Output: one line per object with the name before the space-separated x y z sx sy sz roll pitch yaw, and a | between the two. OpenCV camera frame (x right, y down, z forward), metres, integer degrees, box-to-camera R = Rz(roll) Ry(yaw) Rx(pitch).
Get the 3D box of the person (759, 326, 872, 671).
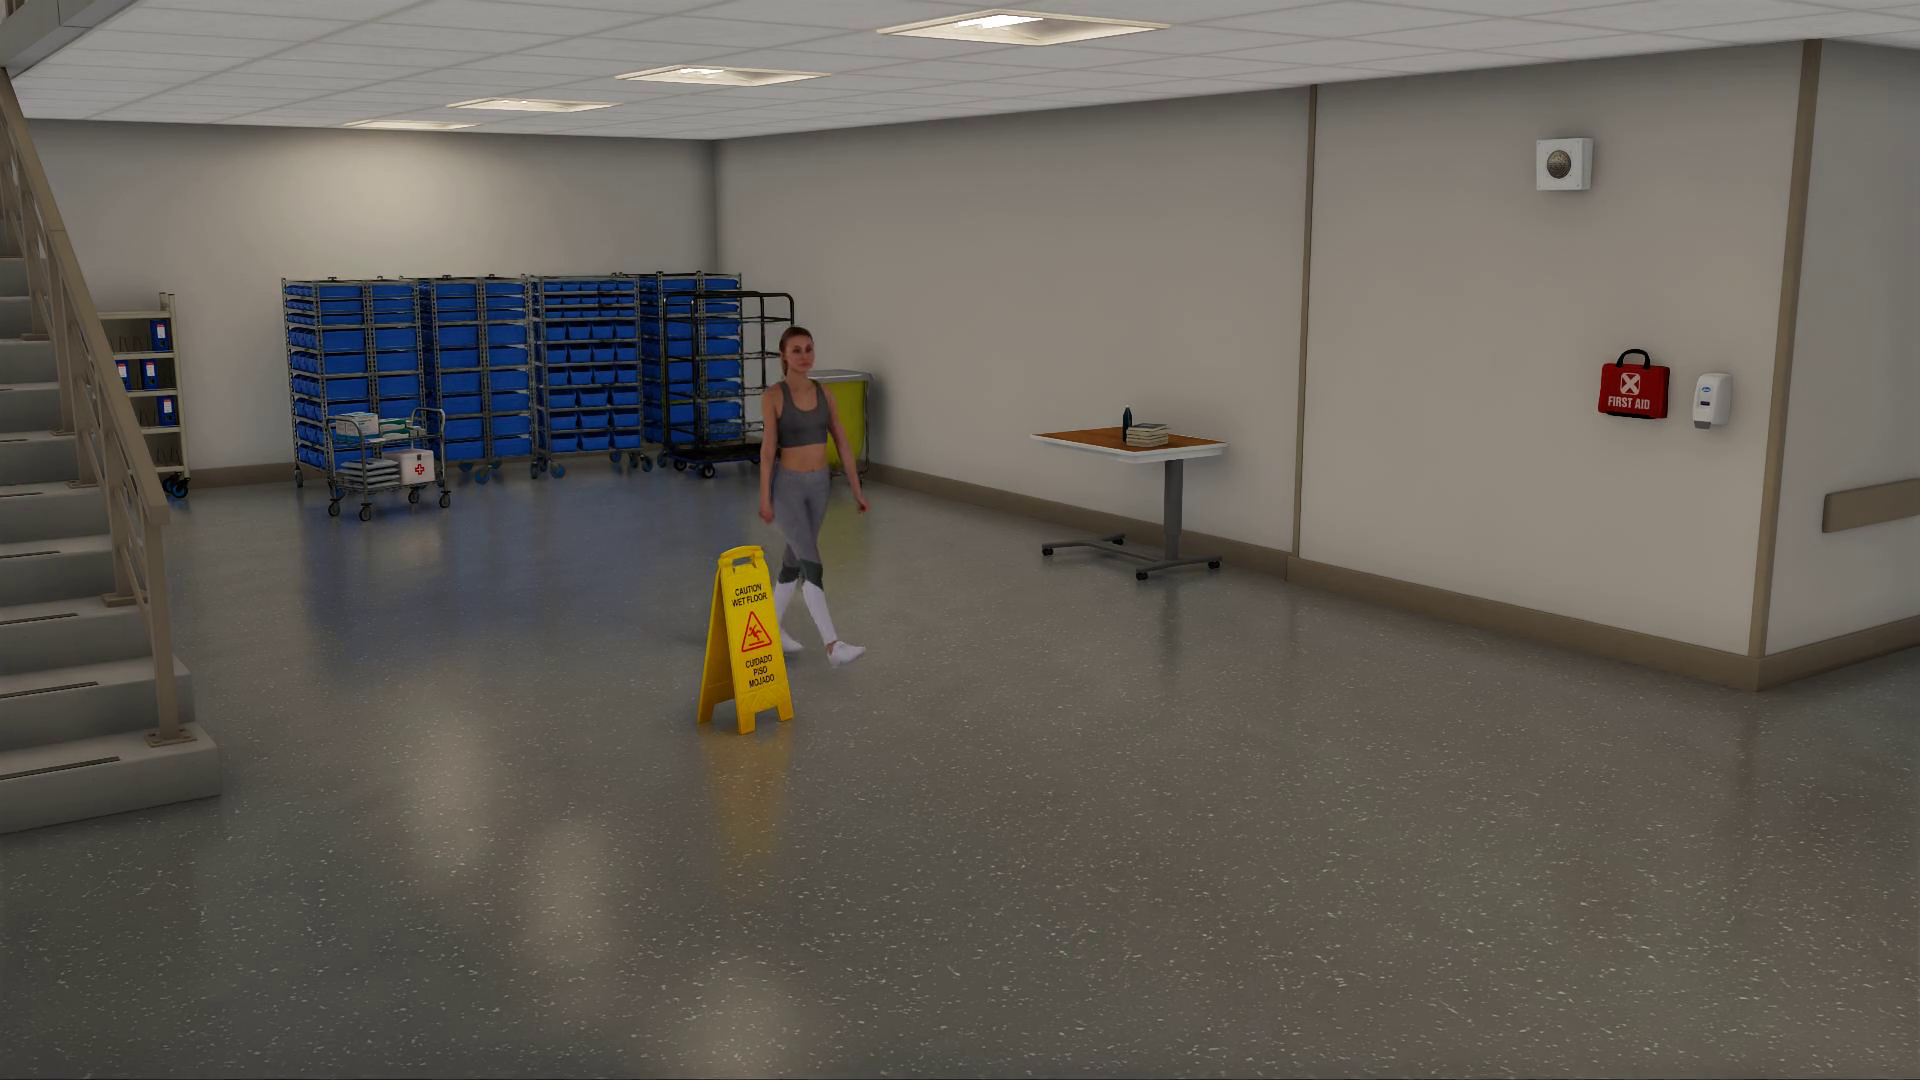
person | -0.839 -0.192 8.264 0.662 1.648 1.141 -10 14 -42
